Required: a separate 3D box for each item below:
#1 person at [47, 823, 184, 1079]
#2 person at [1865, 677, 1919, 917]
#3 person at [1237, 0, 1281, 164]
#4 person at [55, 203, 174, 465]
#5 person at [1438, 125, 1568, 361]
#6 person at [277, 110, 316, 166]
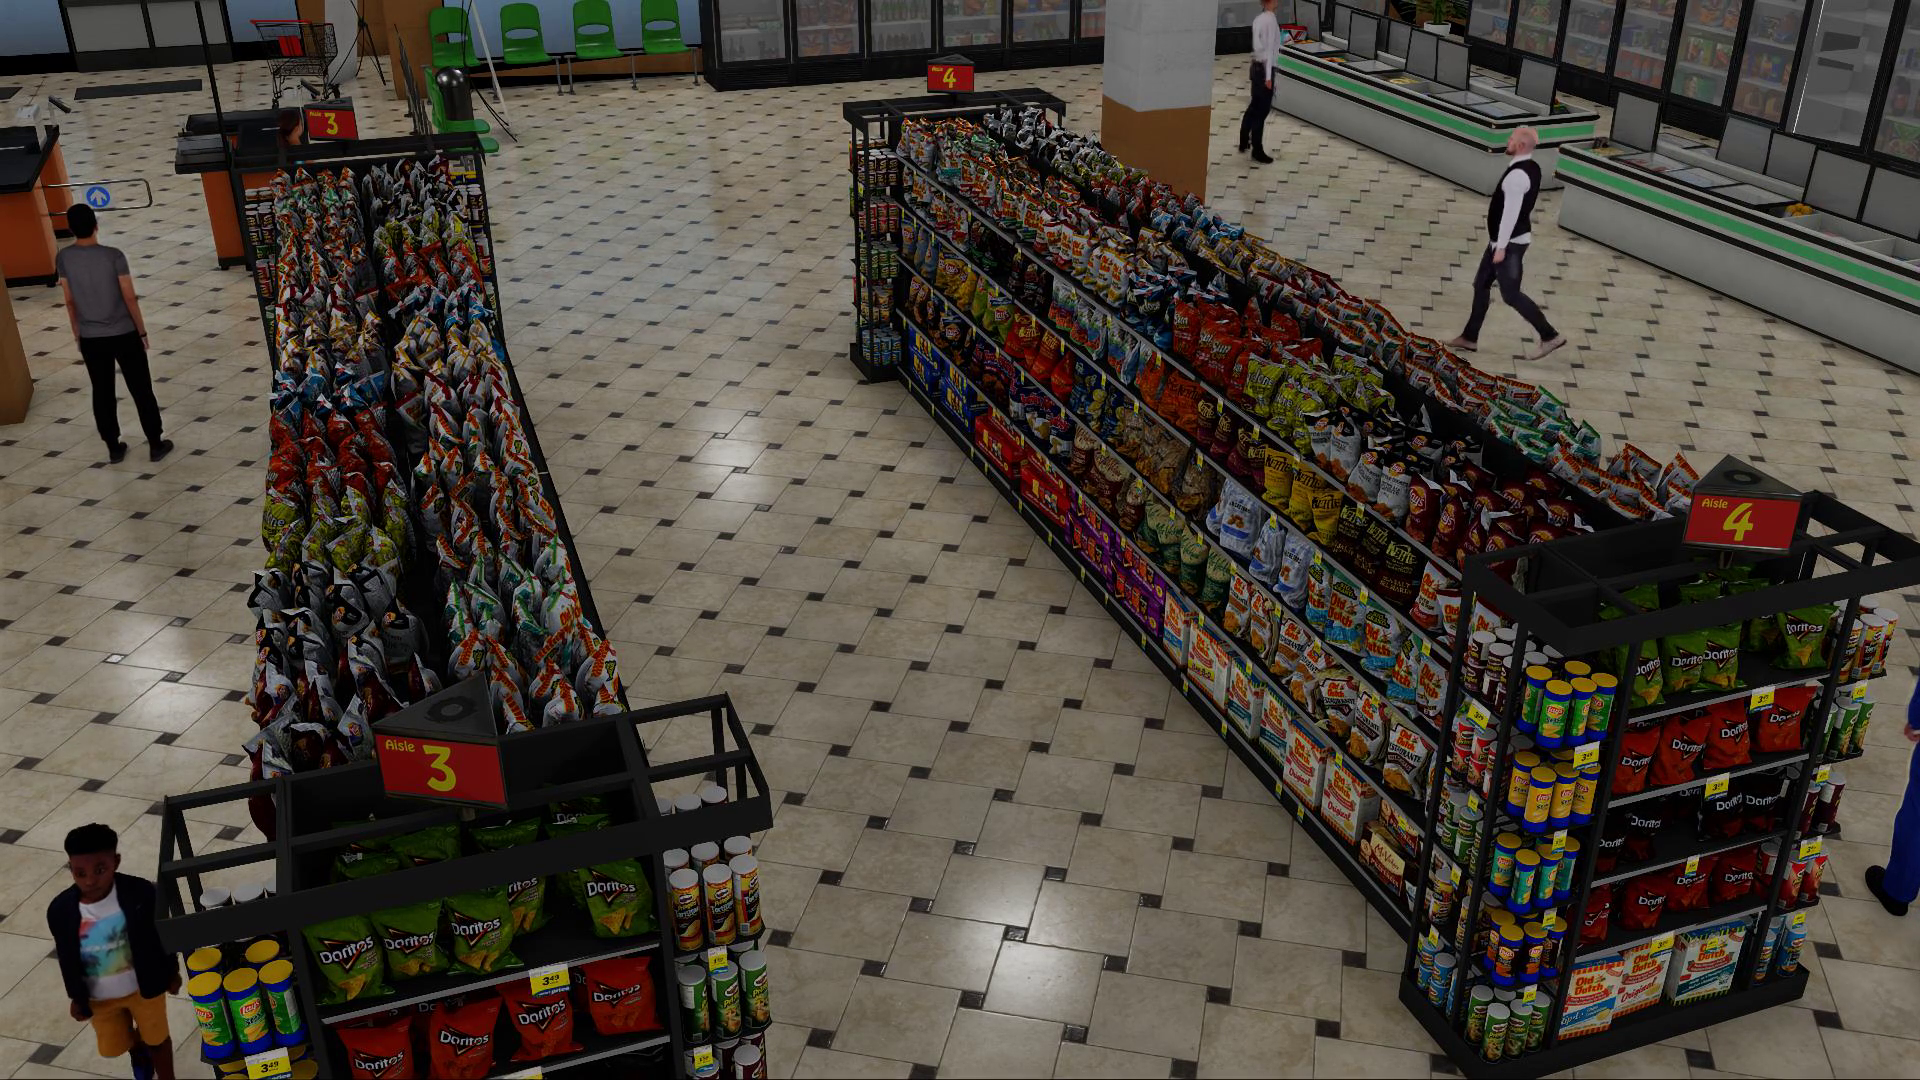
[{"bbox_3d":[-2.963,1.505,5.890,0.531,1.262,0.639,-10,29,-19],"label":"person"},{"bbox_3d":[4.146,0.749,6.755,0.791,1.828,0.772,6,27,11],"label":"person"},{"bbox_3d":[3.324,-5.133,18.333,0.957,1.847,0.667,6,27,11],"label":"person"},{"bbox_3d":[-5.632,-1.356,10.989,0.647,1.753,0.588,-5,27,-10],"label":"person"},{"bbox_3d":[4.244,-2.205,12.624,1.273,1.788,1.197,12,29,23],"label":"person"},{"bbox_3d":[-5.622,-2.912,14.273,0.648,1.558,0.695,8,28,15],"label":"person"}]
